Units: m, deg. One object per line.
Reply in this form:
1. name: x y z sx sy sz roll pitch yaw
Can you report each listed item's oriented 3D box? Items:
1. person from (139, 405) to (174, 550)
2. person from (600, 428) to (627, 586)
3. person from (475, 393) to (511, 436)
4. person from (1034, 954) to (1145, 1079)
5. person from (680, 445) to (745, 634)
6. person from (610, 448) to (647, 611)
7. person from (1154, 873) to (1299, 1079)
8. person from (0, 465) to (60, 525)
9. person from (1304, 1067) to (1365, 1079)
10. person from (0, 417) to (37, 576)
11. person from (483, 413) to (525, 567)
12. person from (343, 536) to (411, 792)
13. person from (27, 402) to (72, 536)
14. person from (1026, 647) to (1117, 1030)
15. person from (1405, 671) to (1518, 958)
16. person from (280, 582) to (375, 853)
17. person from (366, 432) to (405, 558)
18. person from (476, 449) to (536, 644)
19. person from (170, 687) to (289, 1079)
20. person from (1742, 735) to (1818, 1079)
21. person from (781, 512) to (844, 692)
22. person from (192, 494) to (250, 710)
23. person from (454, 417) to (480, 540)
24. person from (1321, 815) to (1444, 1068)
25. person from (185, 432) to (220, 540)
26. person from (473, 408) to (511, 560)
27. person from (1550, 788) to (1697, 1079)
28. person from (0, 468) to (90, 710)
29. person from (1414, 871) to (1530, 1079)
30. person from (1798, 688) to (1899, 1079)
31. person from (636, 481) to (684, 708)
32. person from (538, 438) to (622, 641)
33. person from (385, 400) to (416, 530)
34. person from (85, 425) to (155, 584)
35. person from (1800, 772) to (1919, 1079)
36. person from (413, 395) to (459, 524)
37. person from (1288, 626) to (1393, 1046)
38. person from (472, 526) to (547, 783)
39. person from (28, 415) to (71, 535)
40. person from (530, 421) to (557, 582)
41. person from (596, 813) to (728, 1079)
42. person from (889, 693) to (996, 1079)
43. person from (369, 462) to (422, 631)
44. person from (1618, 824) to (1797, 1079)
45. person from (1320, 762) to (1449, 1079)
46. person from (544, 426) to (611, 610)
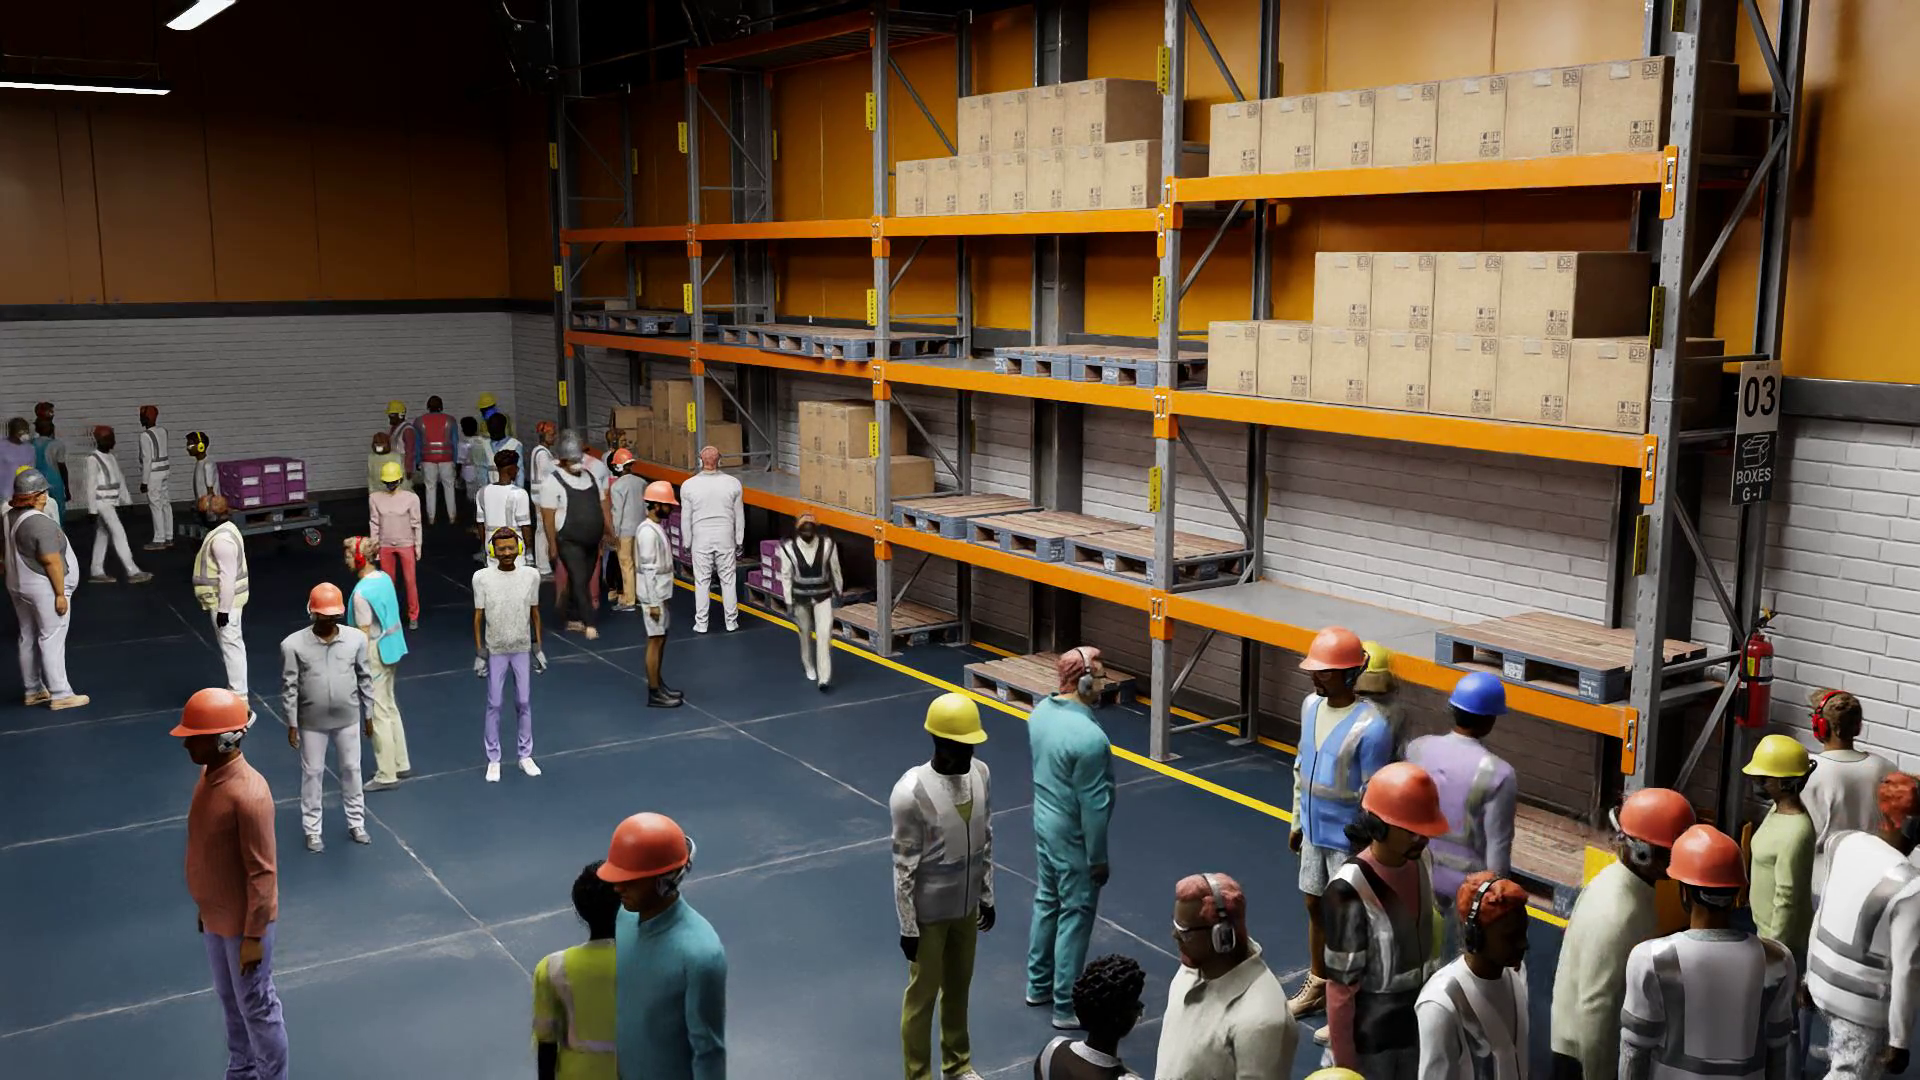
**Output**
1. person: -10.492 -0.814 21.660 0.355 1.882 0.576 0 10 0
2. person: -4.012 -0.386 19.288 0.345 1.839 0.510 -4 10 -22
3. person: -6.578 -1.143 23.583 0.408 1.898 0.641 4 10 20
4. person: 0.429 2.099 5.130 0.319 1.694 0.532 -7 12 -34
5. person: -2.496 -0.001 16.803 0.642 1.913 0.408 -2 10 -14
6. person: -3.602 -0.116 17.943 0.342 1.749 0.573 4 11 24
7. person: 0.804 1.972 5.290 0.401 1.894 0.654 -2 10 -14
8. person: -9.138 0.142 16.394 0.328 1.765 0.532 9 13 44
9. person: 0.943 2.204 4.376 0.321 1.737 0.485 1 10 7
10. person: -11.192 -0.503 19.726 0.439 1.914 0.660 3 10 18
11. person: -5.565 -0.600 20.309 0.597 1.914 0.371 5 11 27
12. person: -4.164 0.876 11.900 0.384 1.832 0.561 0 10 -3
13. person: -12.433 -0.947 22.569 0.564 1.838 0.391 7 12 35
14. person: 0.580 1.462 8.260 0.399 1.901 0.645 -4 10 -21
15. person: 2.254 1.546 7.723 0.866 1.919 0.627 -7 12 -37
16. person: -4.036 1.127 10.672 0.568 1.744 0.349 -6 11 -31
17. person: -7.269 -0.597 21.220 0.503 1.605 0.715 2 10 11
18. person: -4.377 0.092 16.096 0.612 1.964 0.364 4 11 24
19. person: -3.127 1.602 7.148 0.375 1.995 0.611 -9 13 -44
20. person: 3.535 1.705 7.236 0.341 1.760 0.525 4 10 21
21. person: -1.295 0.530 14.654 0.546 1.583 0.932 -1 10 -5
22. person: -6.170 0.528 13.910 0.429 1.840 0.627 -4 10 -21
23. person: -6.583 -0.827 22.365 0.752 1.661 0.554 6 12 33
24. person: 1.675 1.866 6.540 0.622 1.675 0.538 -8 12 -39
25. person: -8.470 -0.296 18.706 0.328 1.860 0.497 -7 12 -36
26. person: -5.858 -0.700 20.941 0.493 1.898 0.653 6 12 33
27. person: 2.206 1.807 6.080 0.856 1.959 0.642 6 11 30
28. person: -7.727 0.404 14.047 0.683 2.000 0.537 5 11 28
29. person: 1.634 1.967 5.332 0.338 1.882 0.582 9 13 41
30. person: 3.993 1.598 7.637 0.562 1.838 0.388 -1 10 -8
31. person: -2.542 0.456 14.091 0.377 1.927 0.544 0 10 -2
32. person: -3.792 -0.041 16.658 0.665 2.000 0.725 7 12 34
33. person: -7.792 -1.044 23.184 0.403 1.826 0.593 -8 13 -40
34. person: -9.786 -0.402 19.347 0.886 1.852 0.580 -1 10 -7
35. person: 3.491 1.799 6.456 0.474 1.848 0.600 0 10 -1
36. person: -7.443 -1.141 23.700 0.633 1.841 0.429 -3 10 -16
37. person: 1.799 1.421 8.069 0.373 2.043 0.614 -5 11 -26
38. person: -3.282 0.818 12.114 0.517 1.874 0.328 -5 11 -25
39. person: -11.414 -0.647 20.832 0.504 1.838 0.338 0 10 2
40. person: -4.871 -0.457 19.557 0.346 1.882 0.578 -3 10 -19
41. person: -0.999 1.870 5.614 0.410 1.986 0.618 -8 13 -39
42. person: -0.051 1.603 7.363 0.396 1.921 0.585 9 13 42
43. person: -5.718 0.070 16.875 0.516 1.752 0.374 0 10 -1
44. person: 2.469 1.902 5.593 0.543 1.929 0.385 1 10 5
45. person: 1.550 1.776 6.038 0.403 2.031 0.613 9 13 43
46. person: -4.072 -0.228 17.755 0.704 2.000 0.754 -2 10 -10
